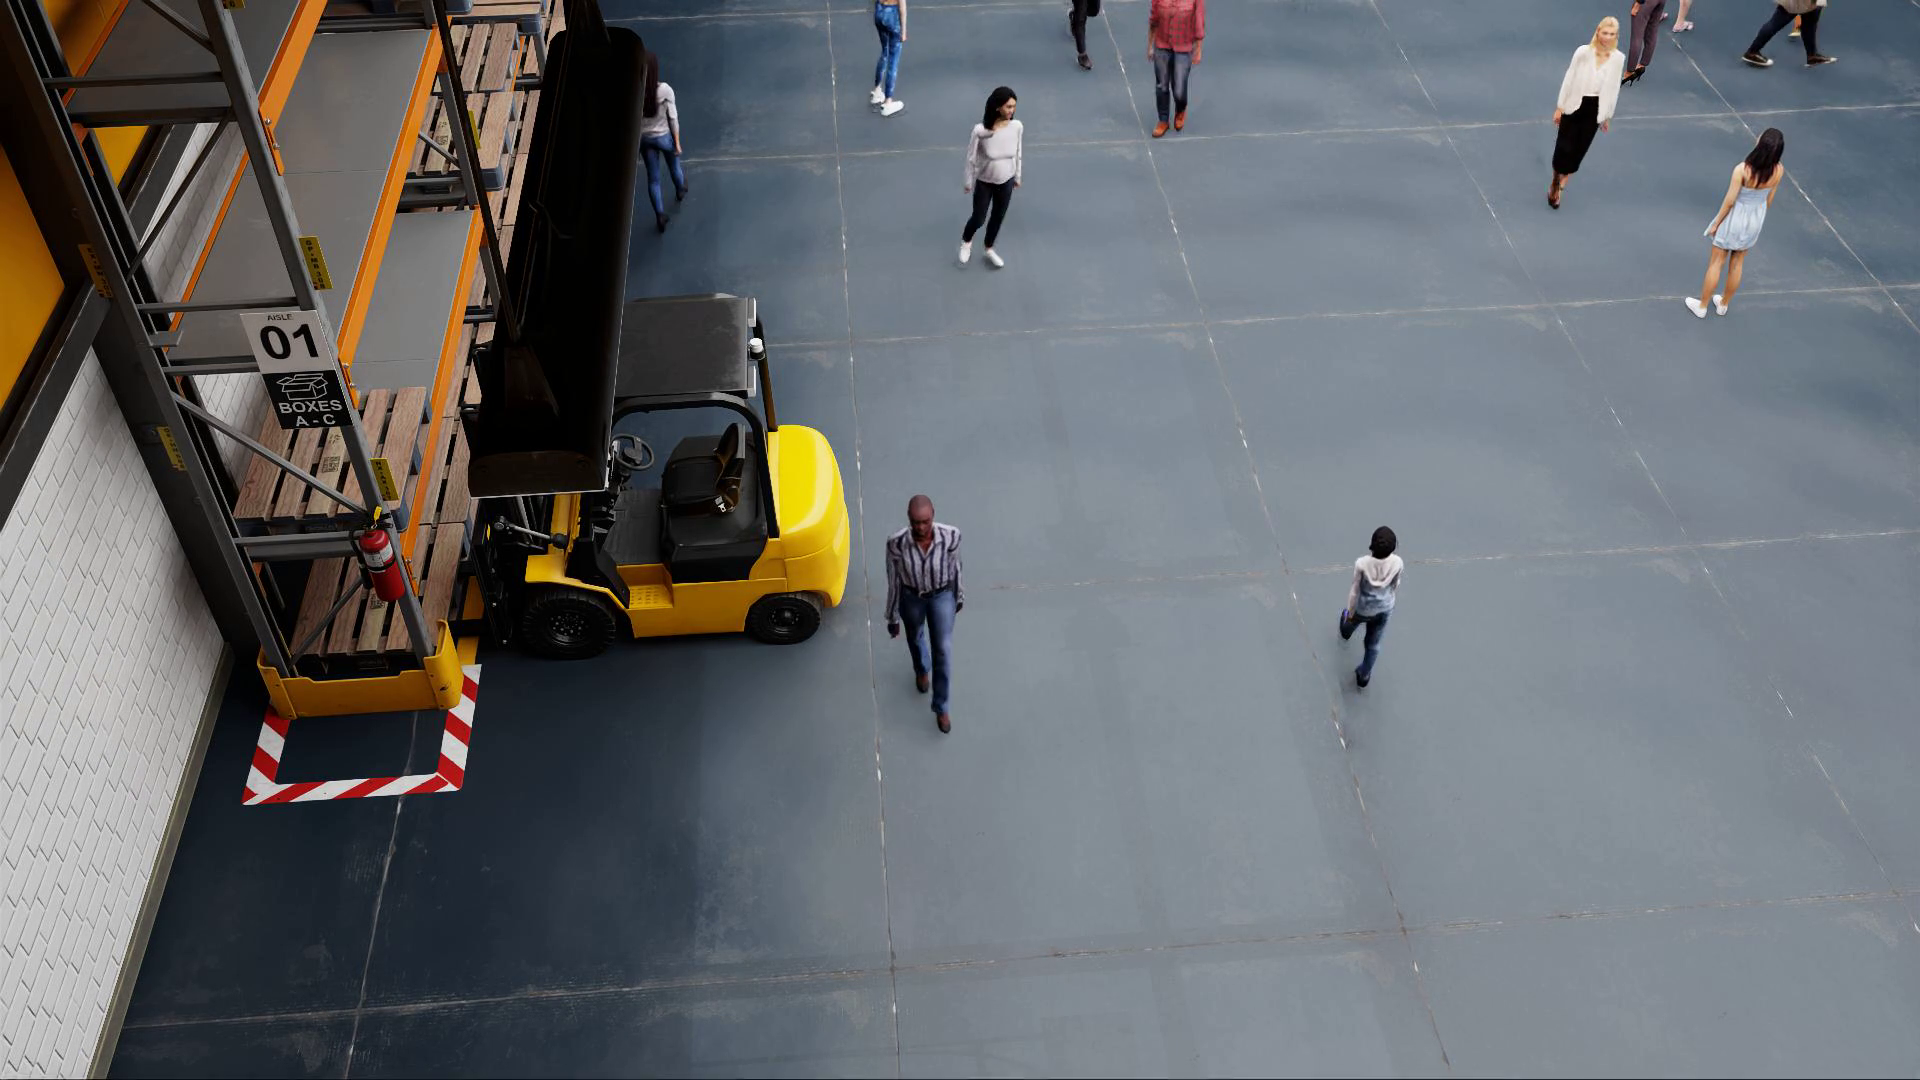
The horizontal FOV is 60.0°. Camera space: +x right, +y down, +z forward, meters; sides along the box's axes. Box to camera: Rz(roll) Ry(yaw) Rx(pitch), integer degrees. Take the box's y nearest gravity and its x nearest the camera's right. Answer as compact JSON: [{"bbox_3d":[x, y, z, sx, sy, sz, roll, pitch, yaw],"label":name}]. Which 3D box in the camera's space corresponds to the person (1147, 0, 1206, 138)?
[{"bbox_3d":[2.055,-4.702,15.746,0.850,1.812,0.881,17,46,17],"label":"person"}]

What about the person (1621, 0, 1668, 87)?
[{"bbox_3d":[6.854,-5.320,16.497,0.677,1.671,0.684,-24,49,-23],"label":"person"}]

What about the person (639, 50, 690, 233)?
[{"bbox_3d":[-2.679,-3.456,14.591,0.726,1.602,0.986,4,44,4],"label":"person"}]

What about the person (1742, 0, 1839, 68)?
[{"bbox_3d":[8.339,-5.573,16.624,1.156,1.862,1.124,25,49,24],"label":"person"}]

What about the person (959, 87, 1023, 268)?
[{"bbox_3d":[0.258,-3.078,14.131,0.769,1.688,0.764,-10,44,-10],"label":"person"}]

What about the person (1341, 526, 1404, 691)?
[{"bbox_3d":[2.670,0.459,10.753,0.576,1.226,0.889,3,44,4],"label":"person"}]

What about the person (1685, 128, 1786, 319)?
[{"bbox_3d":[6.369,-2.585,13.583,0.579,1.730,0.518,-4,44,-4],"label":"person"}]

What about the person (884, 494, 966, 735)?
[{"bbox_3d":[-0.235,0.330,10.496,0.680,1.770,0.876,-5,44,-5],"label":"person"}]

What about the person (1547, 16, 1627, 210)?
[{"bbox_3d":[5.513,-3.805,14.777,0.707,1.850,0.701,6,44,6],"label":"person"}]

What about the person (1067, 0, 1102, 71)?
[{"bbox_3d":[1.239,-5.752,16.825,0.836,1.844,1.091,-13,45,-13],"label":"person"}]

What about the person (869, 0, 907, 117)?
[{"bbox_3d":[-0.701,-4.955,16.039,0.693,1.774,0.756,32,52,29],"label":"person"}]
